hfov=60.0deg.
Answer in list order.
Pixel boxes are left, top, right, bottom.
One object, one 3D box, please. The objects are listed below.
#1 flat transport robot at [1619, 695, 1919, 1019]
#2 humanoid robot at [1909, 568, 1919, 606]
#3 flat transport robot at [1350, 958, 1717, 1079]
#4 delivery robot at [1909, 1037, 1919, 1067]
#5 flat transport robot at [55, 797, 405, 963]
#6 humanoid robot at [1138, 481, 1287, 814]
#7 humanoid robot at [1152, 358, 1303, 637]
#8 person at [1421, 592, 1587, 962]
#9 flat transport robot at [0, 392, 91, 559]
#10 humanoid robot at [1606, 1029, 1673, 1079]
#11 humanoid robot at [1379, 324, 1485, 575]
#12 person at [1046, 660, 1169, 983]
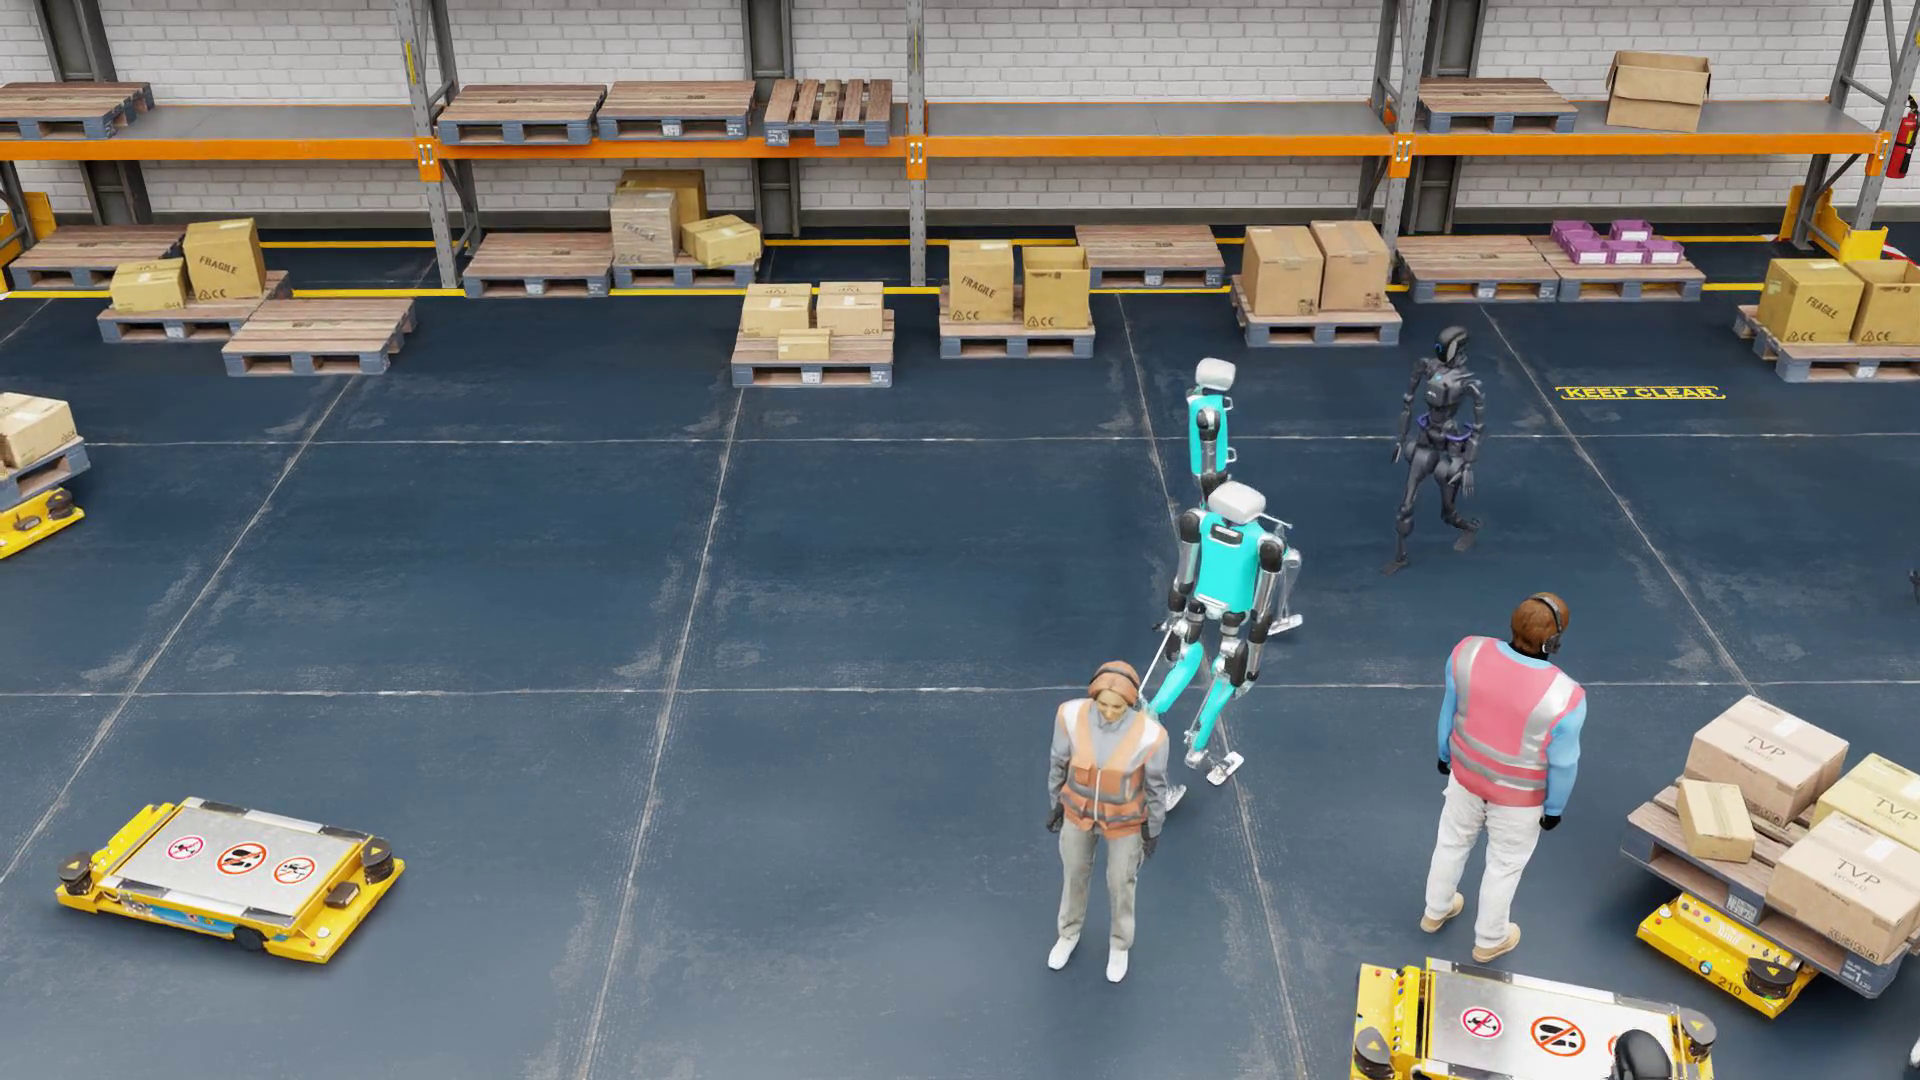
[{"bbox_3d":[3.828,1.630,7.697,1.431,0.231,0.659,-23,38,-33],"label":"flat transport robot"},{"bbox_3d":[5.898,-0.320,9.587,0.517,1.644,0.609,6,31,10],"label":"humanoid robot"},{"bbox_3d":[2.369,2.119,6.883,1.431,0.231,0.659,8,32,13],"label":"flat transport robot"},{"bbox_3d":[4.338,1.927,6.927,0.779,0.597,0.499,-23,38,-33],"label":"delivery robot"},{"bbox_3d":[-3.421,1.567,7.802,1.431,0.231,0.659,8,32,14],"label":"flat transport robot"},{"bbox_3d":[1.132,0.626,7.961,0.537,1.763,0.924,20,36,30],"label":"humanoid robot"},{"bbox_3d":[1.640,-0.168,9.320,1.033,1.773,0.541,3,31,4],"label":"humanoid robot"},{"bbox_3d":[2.346,1.021,7.199,0.432,1.837,0.629,-27,40,-37],"label":"person"},{"bbox_3d":[-6.464,-0.235,10.802,1.431,0.231,0.659,15,34,23],"label":"flat transport robot"},{"bbox_3d":[2.142,2.240,5.336,0.621,1.645,0.567,-6,31,-10],"label":"humanoid robot"},{"bbox_3d":[2.934,-0.569,10.038,0.754,1.638,0.613,-23,38,-33],"label":"humanoid robot"},{"bbox_3d":[0.620,1.194,7.098,0.514,1.631,0.334,12,33,19],"label":"person"}]
